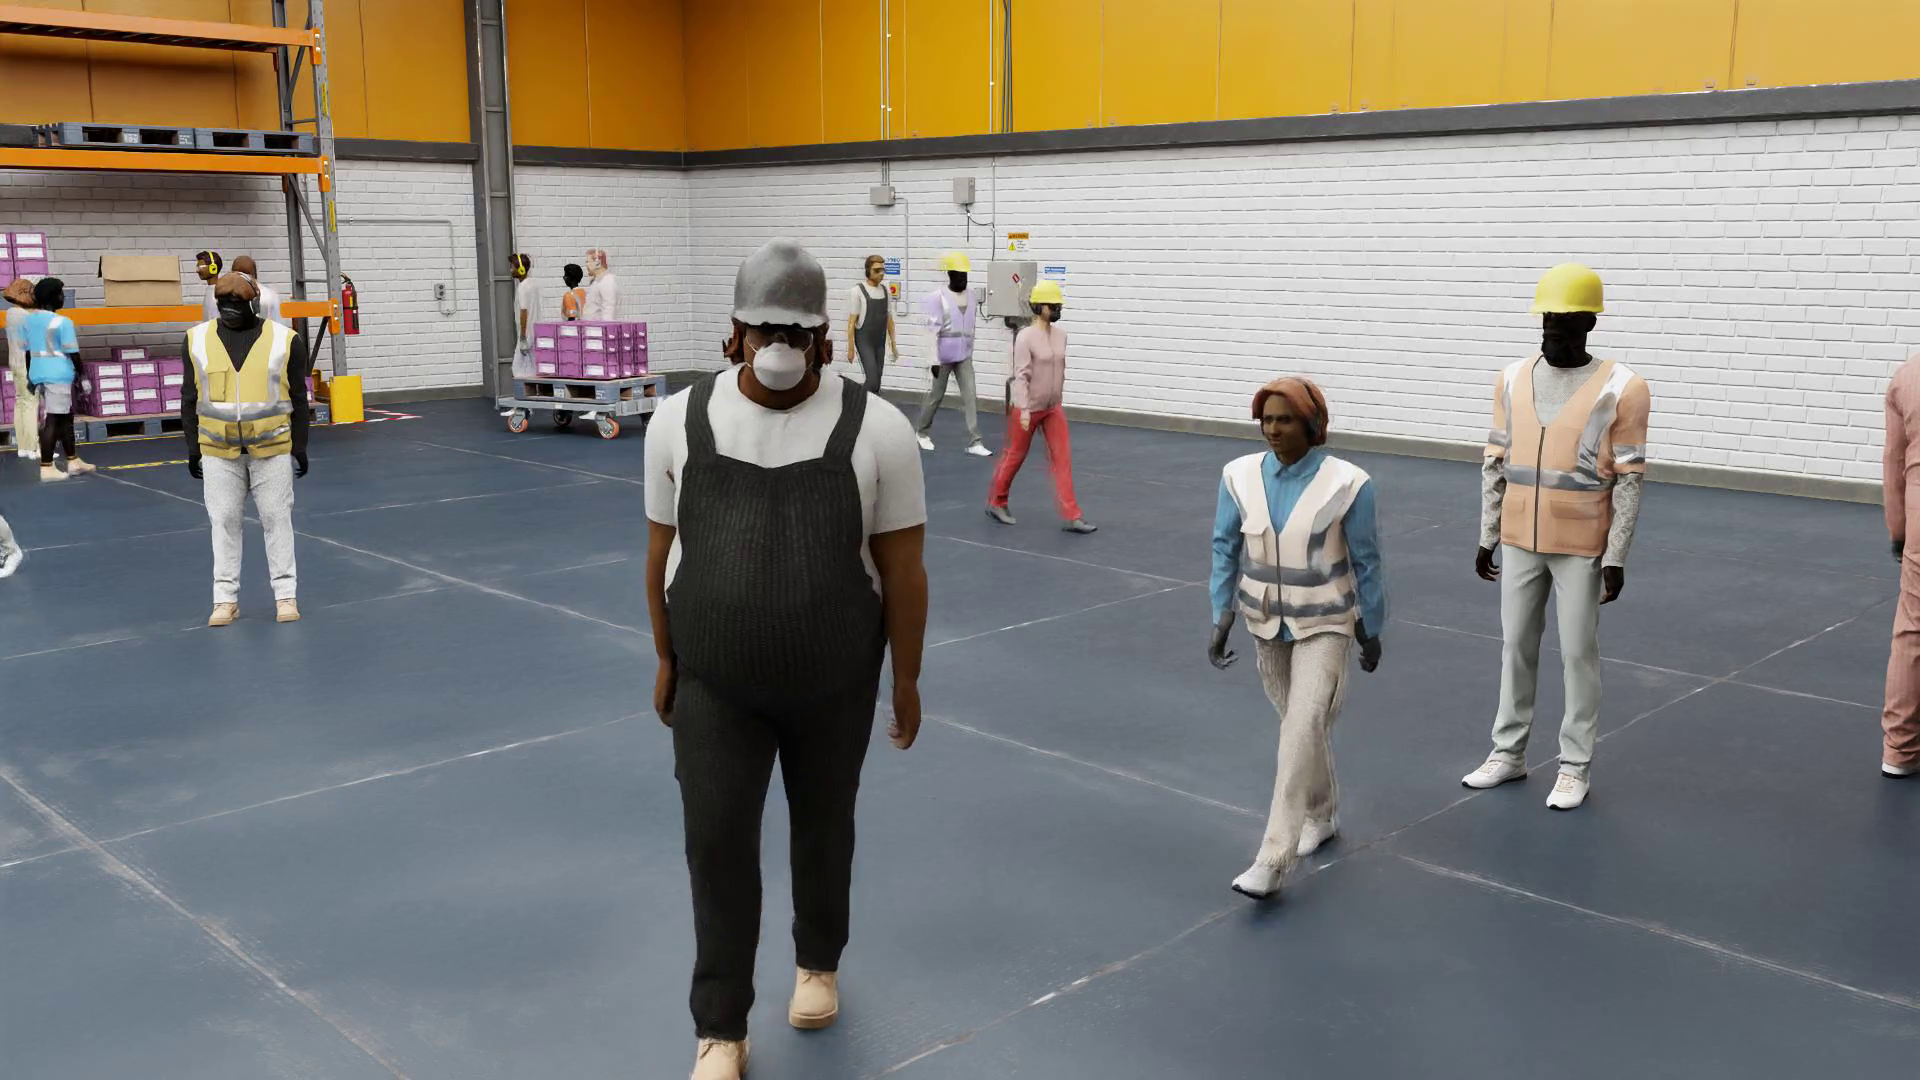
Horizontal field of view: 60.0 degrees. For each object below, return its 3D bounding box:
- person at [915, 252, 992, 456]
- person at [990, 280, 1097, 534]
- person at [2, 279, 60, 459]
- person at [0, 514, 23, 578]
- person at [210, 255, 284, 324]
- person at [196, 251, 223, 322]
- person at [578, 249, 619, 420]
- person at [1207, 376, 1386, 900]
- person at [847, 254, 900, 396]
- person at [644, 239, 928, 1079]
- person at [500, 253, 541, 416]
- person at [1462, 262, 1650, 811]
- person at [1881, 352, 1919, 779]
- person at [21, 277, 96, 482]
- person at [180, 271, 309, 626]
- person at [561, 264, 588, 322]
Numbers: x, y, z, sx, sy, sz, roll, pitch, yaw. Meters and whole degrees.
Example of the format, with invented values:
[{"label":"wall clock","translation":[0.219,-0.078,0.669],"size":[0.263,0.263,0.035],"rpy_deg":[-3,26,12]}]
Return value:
[{"label":"person","translation":[-0.106,-1.742,15.502],"size":[0.603,1.882,0.984],"rpy_deg":[-8,13,-38]},{"label":"person","translation":[0.540,-0.919,11.428],"size":[0.543,1.725,0.918],"rpy_deg":[-10,14,-43]},{"label":"person","translation":[-8.482,-1.553,15.126],"size":[0.498,1.633,0.284],"rpy_deg":[10,14,42]},{"label":"person","translation":[-5.812,-0.517,9.563],"size":[0.502,1.596,0.822],"rpy_deg":[2,11,11]},{"label":"person","translation":[-6.597,-1.724,15.491],"size":[0.628,1.844,0.429],"rpy_deg":[-2,11,-11]},{"label":"person","translation":[-7.219,-1.869,16.204],"size":[0.319,1.870,0.521],"rpy_deg":[-9,14,-41]},{"label":"person","translation":[-3.880,-2.267,18.364],"size":[0.664,1.881,0.645],"rpy_deg":[-3,11,-18]},{"label":"person","translation":[1.020,0.292,5.168],"size":[0.511,1.587,0.858],"rpy_deg":[8,13,38]},{"label":"person","translation":[-0.878,-1.944,16.734],"size":[0.414,1.829,0.527],"rpy_deg":[9,14,40]},{"label":"person","translation":[-0.424,0.289,3.968],"size":[0.695,2.000,0.899],"rpy_deg":[0,10,-1]},{"label":"person","translation":[-4.746,-2.283,18.583],"size":[0.791,1.836,0.521],"rpy_deg":[1,10,7]},{"label":"person","translation":[2.114,-0.013,5.920],"size":[0.360,1.930,0.587],"rpy_deg":[-10,14,-43]},{"label":"person","translation":[3.664,-0.020,6.015],"size":[0.404,1.911,0.636],"rpy_deg":[-4,11,-21]},{"label":"person","translation":[-7.417,-1.333,13.798],"size":[0.547,1.664,0.696],"rpy_deg":[5,12,27]},{"label":"person","translation":[-3.716,-0.471,8.673],"size":[0.619,1.839,0.430],"rpy_deg":[-3,11,-16]},{"label":"person","translation":[-4.446,-2.351,19.305],"size":[0.317,1.695,0.540],"rpy_deg":[2,11,9]}]
